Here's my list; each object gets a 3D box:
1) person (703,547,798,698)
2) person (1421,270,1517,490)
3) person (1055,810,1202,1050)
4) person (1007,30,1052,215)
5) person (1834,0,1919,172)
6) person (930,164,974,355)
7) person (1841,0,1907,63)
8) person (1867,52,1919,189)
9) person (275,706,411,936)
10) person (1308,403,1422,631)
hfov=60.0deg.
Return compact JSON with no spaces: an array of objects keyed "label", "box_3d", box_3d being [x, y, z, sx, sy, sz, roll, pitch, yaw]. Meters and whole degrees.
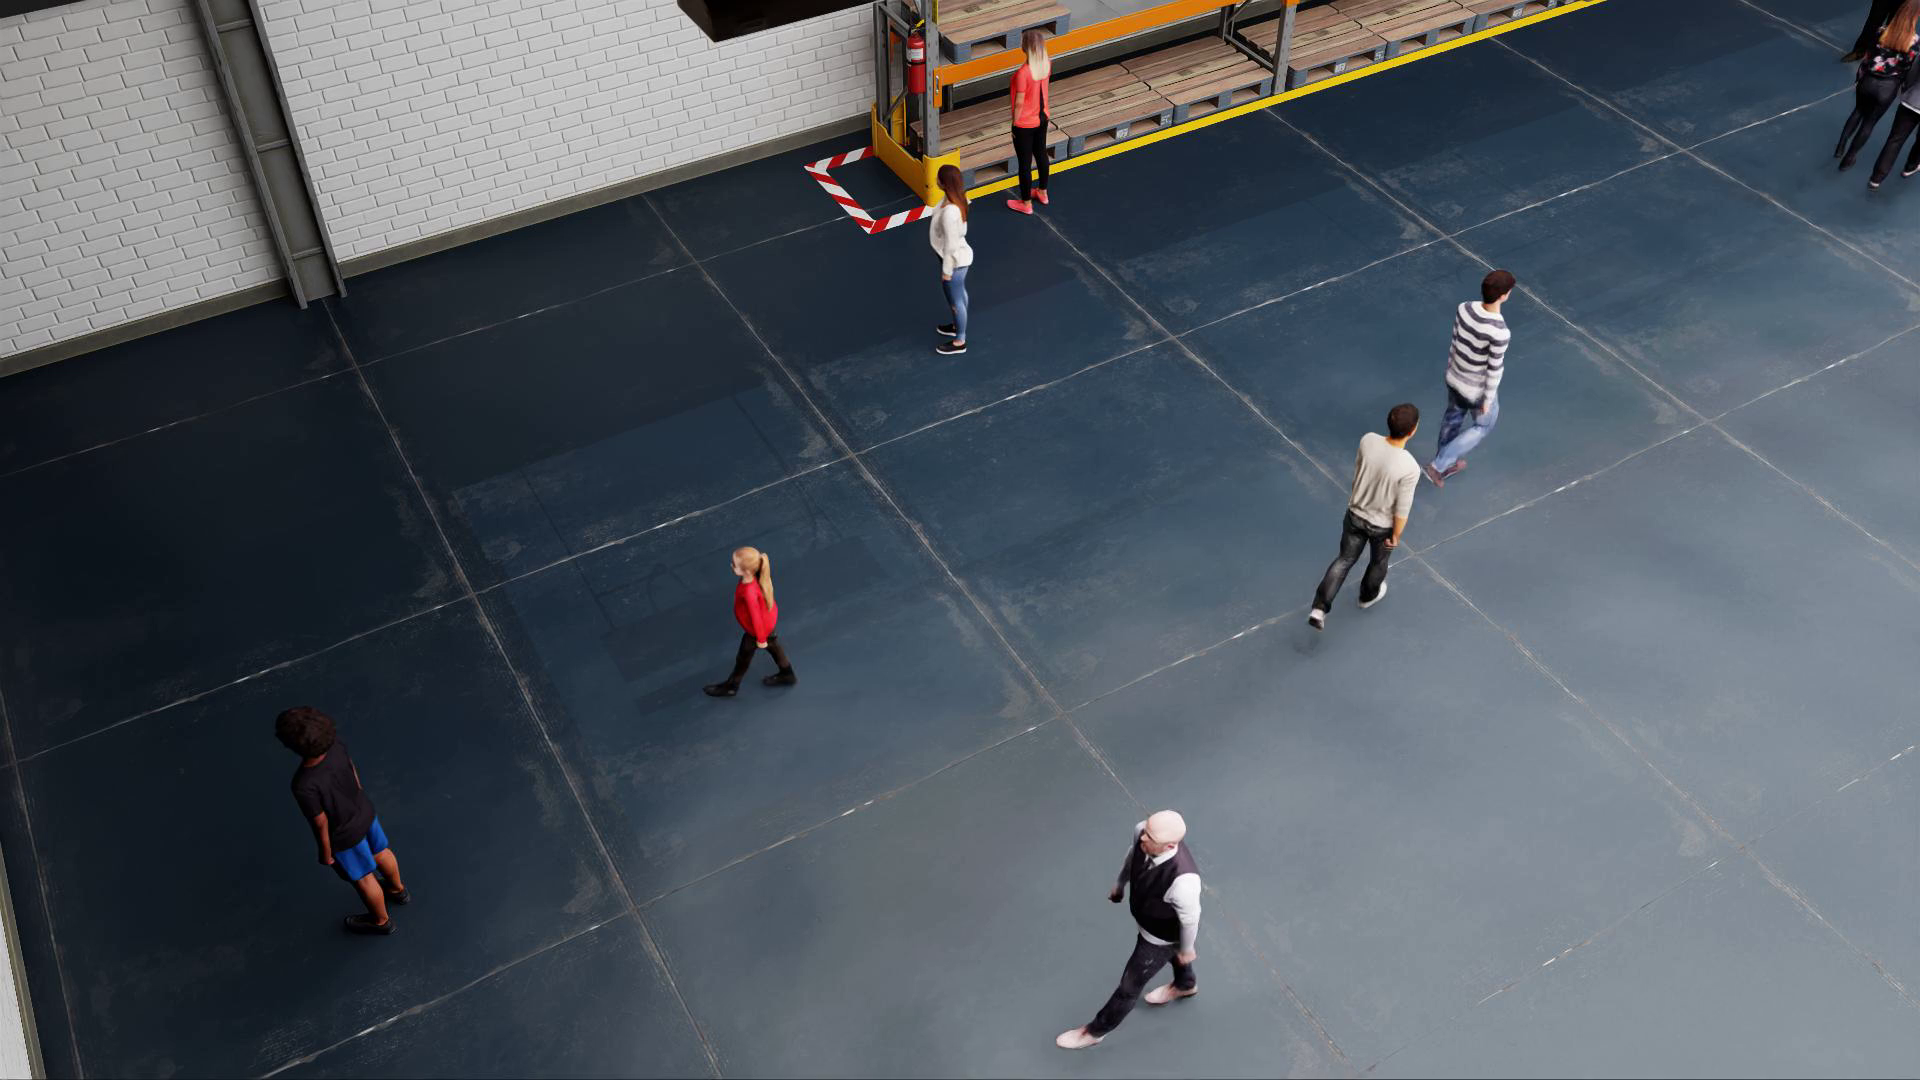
[{"label":"person","box_3d":[-1.229,0.533,10.597,0.902,1.258,0.732,-2,44,-2]},{"label":"person","box_3d":[3.586,-1.099,11.888,0.770,1.840,0.652,-21,47,-21]},{"label":"person","box_3d":[1.120,1.979,8.697,1.200,1.784,0.864,-13,45,-14]},{"label":"person","box_3d":[0.640,-3.708,14.733,0.713,1.693,0.585,29,51,27]},{"label":"person","box_3d":[8.353,-4.117,15.178,0.594,1.672,0.615,-32,52,-29]},{"label":"person","box_3d":[-0.048,-2.232,13.184,0.737,1.693,0.705,4,44,4]},{"label":"person","box_3d":[9.415,-5.623,16.582,0.628,1.916,0.724,-30,51,-28]},{"label":"person","box_3d":[8.644,-3.852,14.975,1.152,1.567,0.842,-34,53,-30]},{"label":"person","box_3d":[-3.381,1.547,9.141,0.748,1.798,0.691,9,44,10]},{"label":"person","box_3d":[2.646,-0.111,10.889,0.829,1.787,1.107,34,53,30]}]
